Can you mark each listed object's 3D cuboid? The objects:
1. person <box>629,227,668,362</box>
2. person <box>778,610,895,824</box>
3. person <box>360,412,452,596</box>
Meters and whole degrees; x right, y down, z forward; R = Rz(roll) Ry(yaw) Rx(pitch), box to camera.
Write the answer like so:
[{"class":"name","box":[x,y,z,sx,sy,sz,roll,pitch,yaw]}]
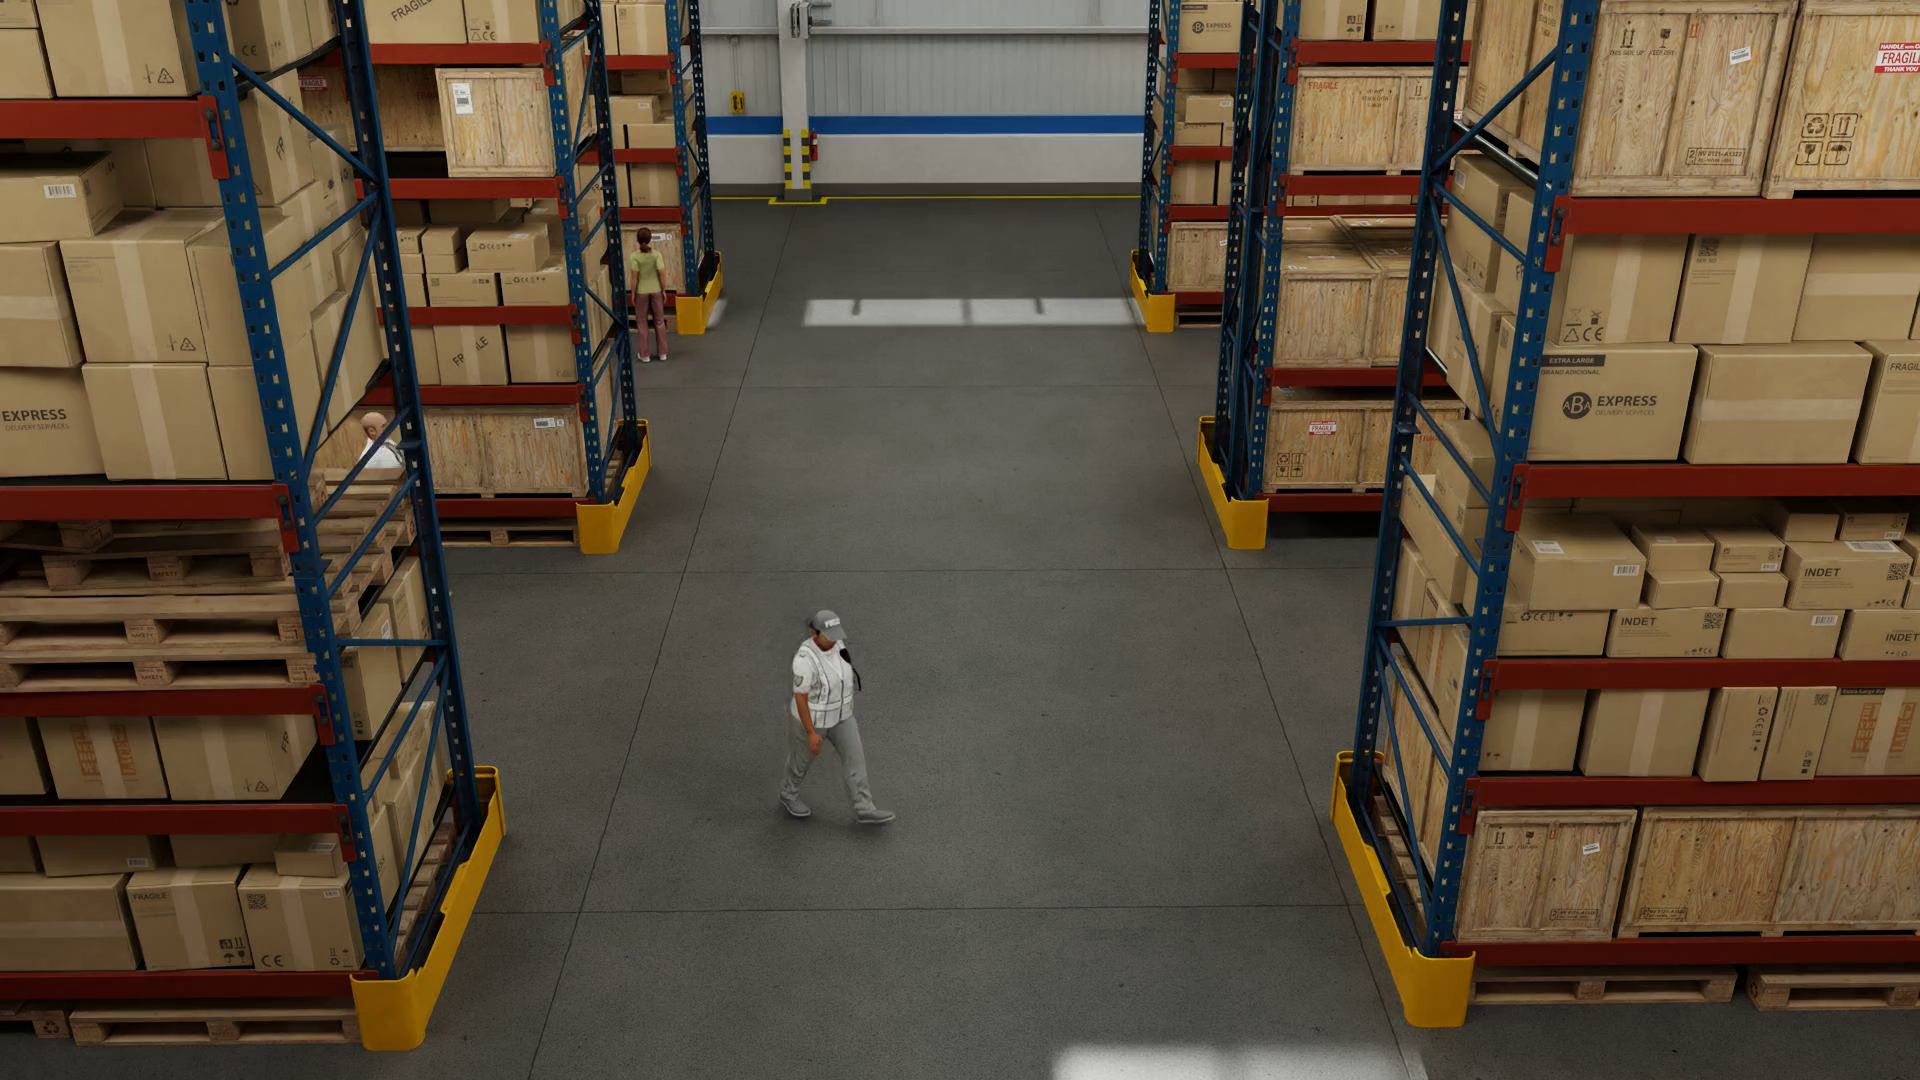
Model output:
[{"class":"person","box":[-3.838,-3.013,20.460,0.433,1.645,0.388,-9,26,-18]},{"class":"person","box":[-0.894,1.225,11.367,0.883,1.633,0.509,21,32,37]},{"class":"person","box":[-4.913,-0.255,14.413,0.766,1.794,0.598,0,25,-1]}]
